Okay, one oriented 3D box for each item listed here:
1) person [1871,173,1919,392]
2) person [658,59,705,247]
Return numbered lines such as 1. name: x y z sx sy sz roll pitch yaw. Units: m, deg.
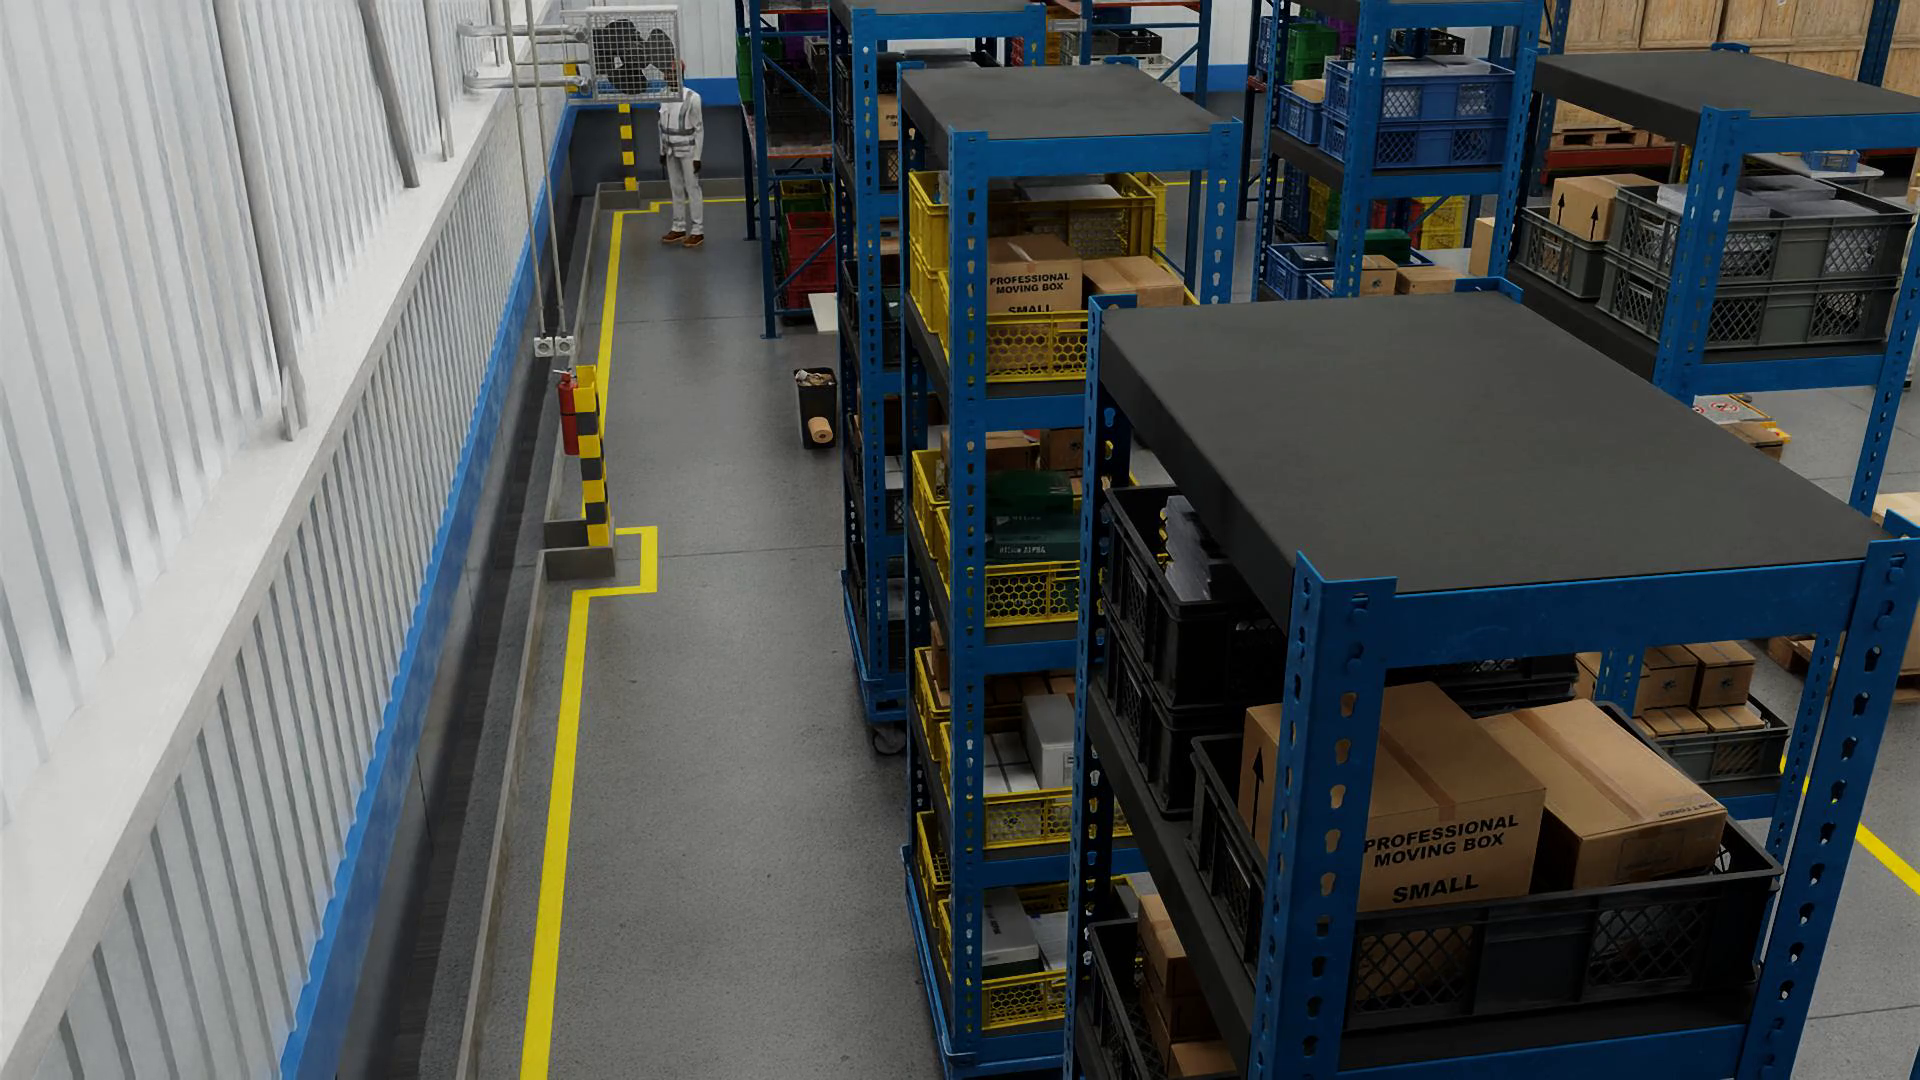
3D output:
1. person: 7.427 -2.063 12.895 0.404 1.833 0.590 10 26 20
2. person: -2.841 -3.935 16.900 0.573 1.887 0.355 17 30 33
